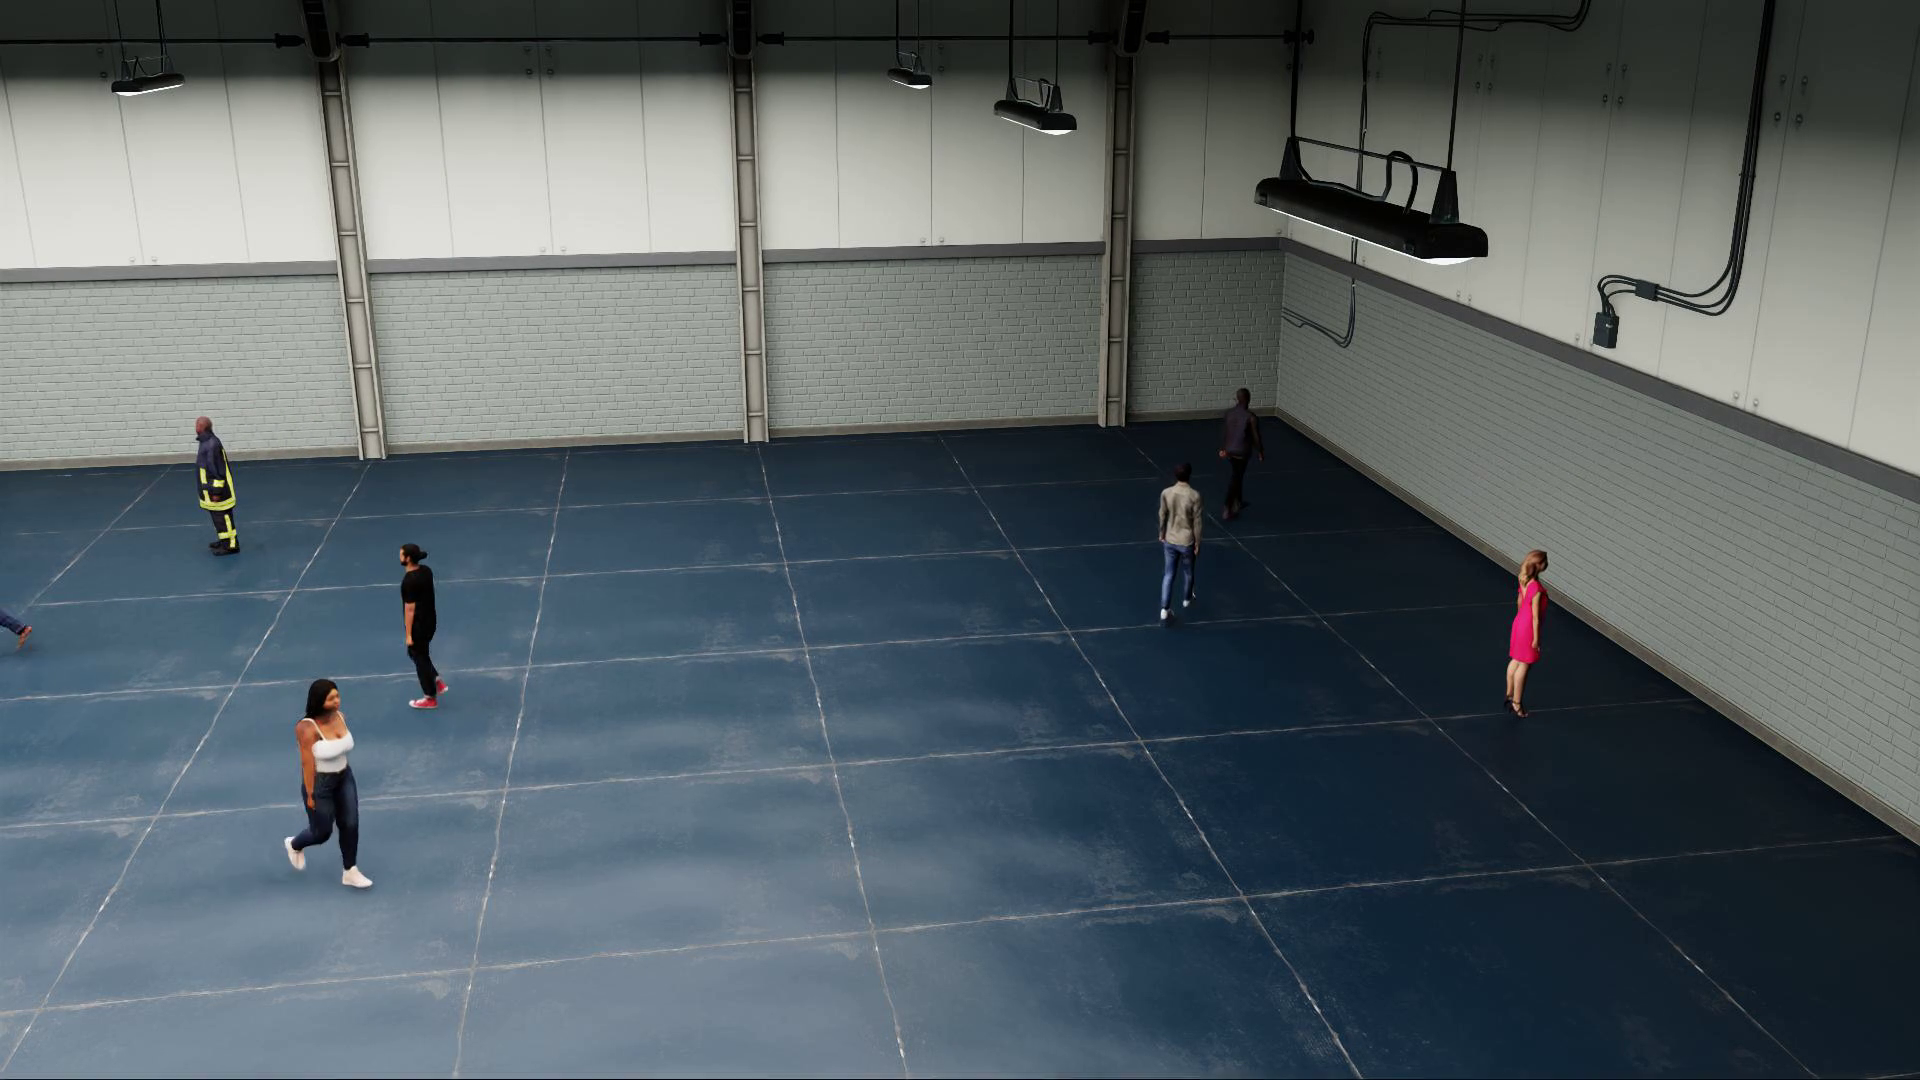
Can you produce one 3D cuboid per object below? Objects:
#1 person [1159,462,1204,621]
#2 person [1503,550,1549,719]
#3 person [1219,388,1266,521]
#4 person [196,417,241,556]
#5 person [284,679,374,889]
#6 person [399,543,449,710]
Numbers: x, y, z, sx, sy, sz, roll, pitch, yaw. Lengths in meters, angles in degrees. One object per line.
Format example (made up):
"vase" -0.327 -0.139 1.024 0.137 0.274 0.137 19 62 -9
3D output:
"person" 2.484 0.051 19.090 1.236 1.827 1.202 9 20 25
"person" 5.650 0.911 16.609 0.580 1.727 0.603 0 18 -1
"person" 3.763 -1.168 22.858 1.065 1.810 0.951 -13 22 -35
"person" -9.609 -0.725 21.484 0.775 1.820 0.819 -9 20 -26
"person" -5.126 1.957 13.298 1.111 1.789 0.993 8 20 24
"person" -5.344 0.866 16.707 0.700 1.754 0.703 1 18 3
